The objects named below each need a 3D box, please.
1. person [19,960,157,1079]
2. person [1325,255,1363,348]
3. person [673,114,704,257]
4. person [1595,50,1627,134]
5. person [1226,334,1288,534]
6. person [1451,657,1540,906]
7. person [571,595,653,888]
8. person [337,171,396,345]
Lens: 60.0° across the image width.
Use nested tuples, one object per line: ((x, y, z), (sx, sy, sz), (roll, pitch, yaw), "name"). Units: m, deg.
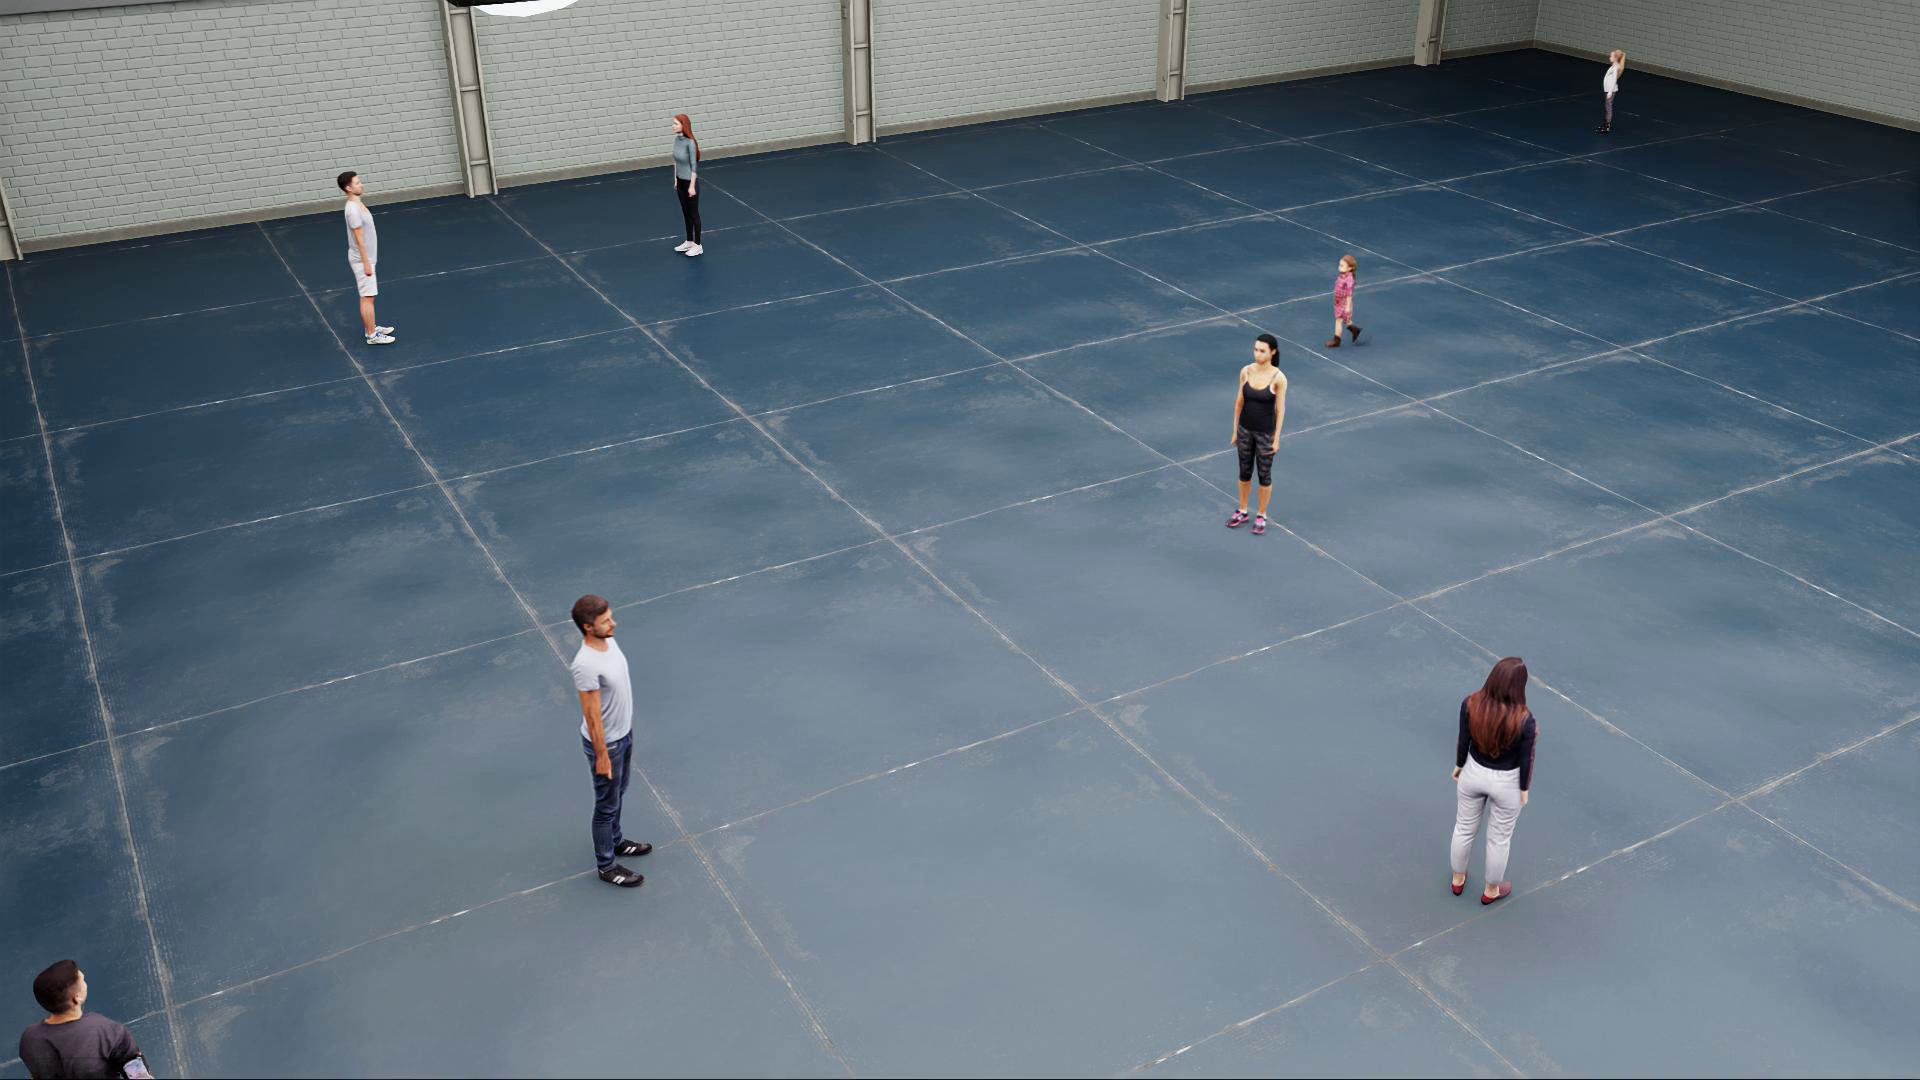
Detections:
((-3.663, 2.603, 7.030), (1.216, 1.717, 1.152), (2, 27, 4), "person")
((4.154, -2.559, 17.819), (0.686, 1.016, 0.550), (-5, 28, -9), "person")
((-3.379, -4.408, 20.615), (0.584, 1.743, 0.604), (-20, 33, -34), "person")
((10.348, -7.135, 26.420), (0.635, 1.278, 0.571), (8, 28, 15), "person")
((2.483, -0.892, 13.803), (0.654, 1.728, 0.664), (17, 32, 30), "person")
((3.055, 1.371, 9.541), (0.671, 1.607, 0.652), (19, 33, 32), "person")
((-2.063, 1.145, 9.697), (0.721, 1.866, 0.722), (1, 27, 1), "person")
((-6.404, -3.033, 17.823), (0.648, 1.855, 0.726), (-8, 28, -15), "person")
